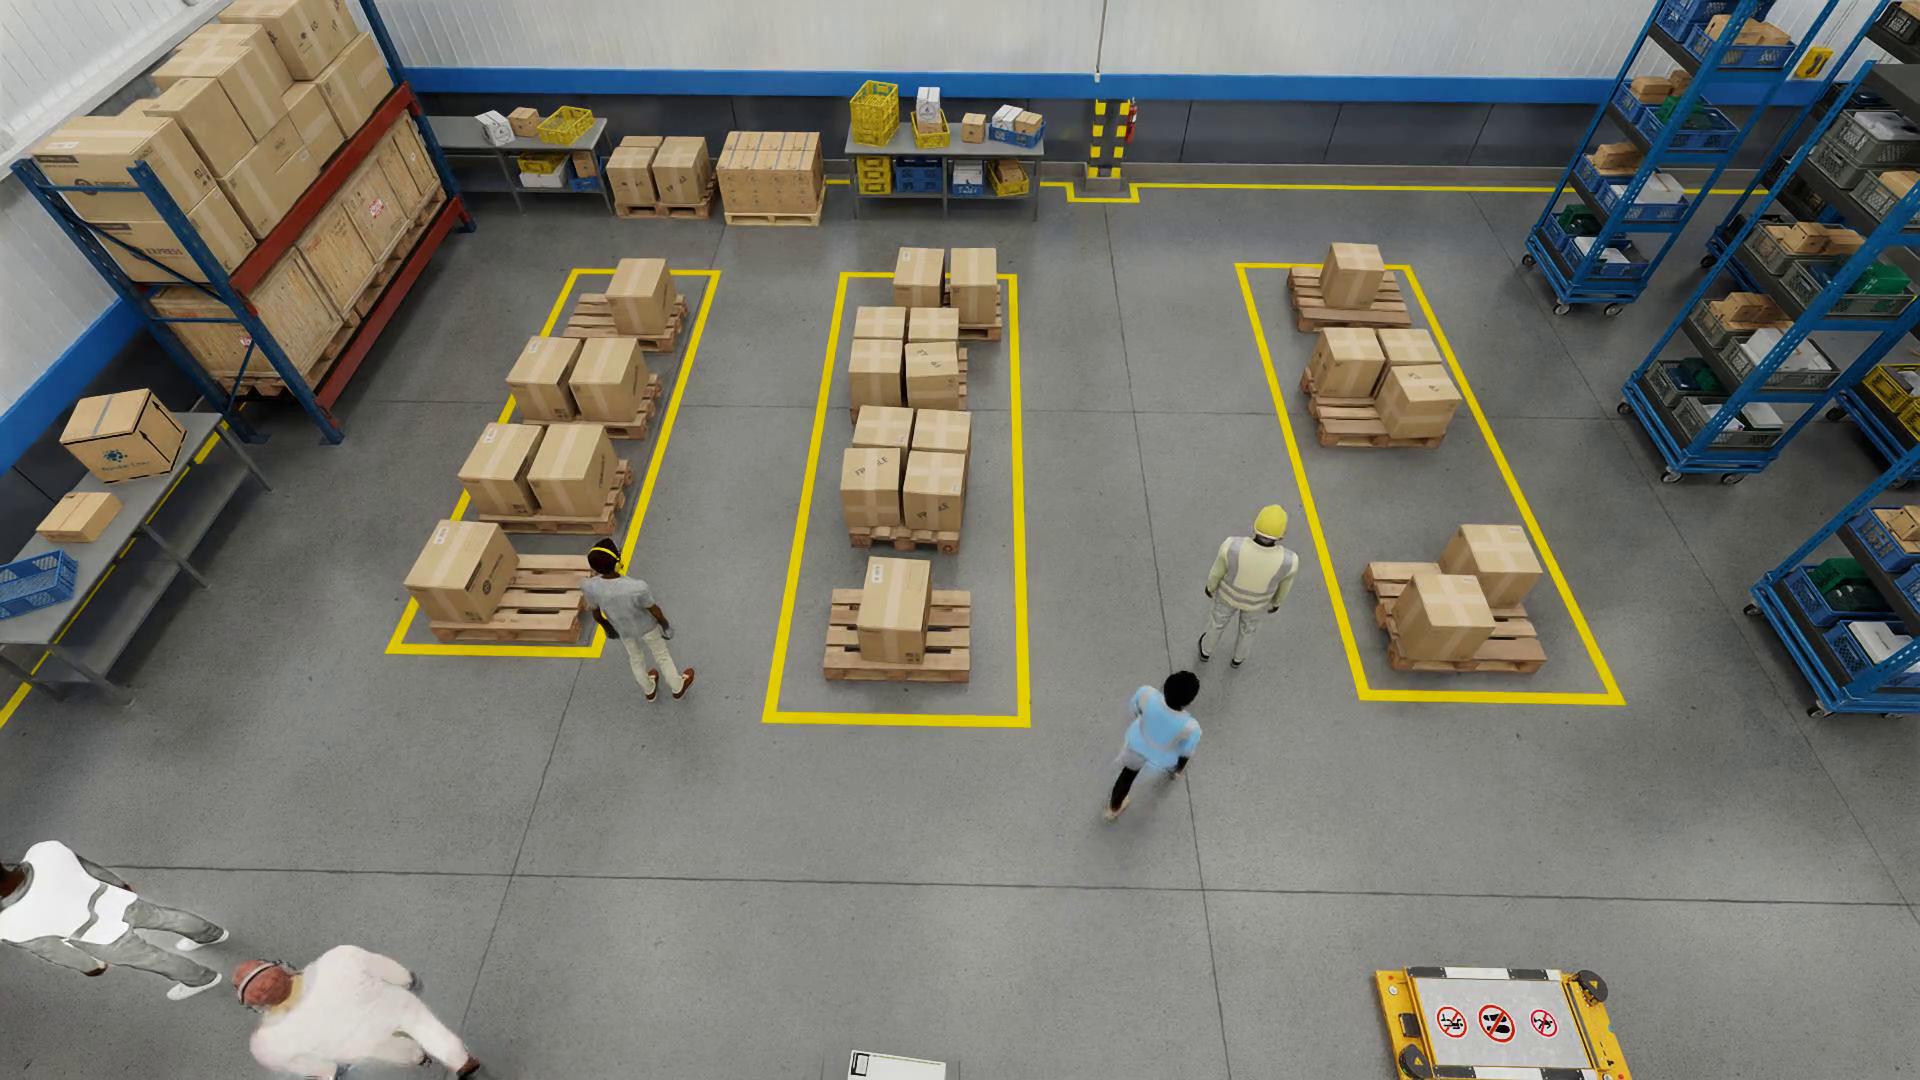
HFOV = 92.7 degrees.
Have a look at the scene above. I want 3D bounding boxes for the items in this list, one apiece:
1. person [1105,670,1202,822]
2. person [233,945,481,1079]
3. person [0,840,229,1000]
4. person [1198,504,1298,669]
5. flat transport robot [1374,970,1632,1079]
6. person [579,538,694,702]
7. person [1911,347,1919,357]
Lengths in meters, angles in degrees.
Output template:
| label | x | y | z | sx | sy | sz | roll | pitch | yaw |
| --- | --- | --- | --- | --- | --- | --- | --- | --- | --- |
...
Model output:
| label | x | y | z | sx | sy | sz | roll | pitch | yaw |
| --- | --- | --- | --- | --- | --- | --- | --- | --- | --- |
| person | 1.407 | 1.399 | 6.440 | 0.534 | 1.646 | 0.880 | 33 | 58 | 24 |
| person | -3.355 | 2.755 | 5.184 | 0.663 | 1.888 | 0.657 | 28 | 56 | 21 |
| person | -5.188 | 2.302 | 5.547 | 0.391 | 1.909 | 0.582 | -13 | 52 | -10 |
| person | 2.225 | 0.387 | 7.153 | 0.599 | 1.827 | 0.404 | 14 | 52 | 11 |
| flat transport robot | 3.501 | 3.133 | 5.914 | 1.431 | 0.197 | 0.652 | 1 | 51 | 1 |
| person | -2.445 | 0.636 | 6.925 | 0.531 | 1.870 | 0.317 | 0 | 51 | 0 |
| person | 10.841 | -2.584 | 9.479 | 0.405 | 1.988 | 0.618 | 10 | 52 | 8 |
